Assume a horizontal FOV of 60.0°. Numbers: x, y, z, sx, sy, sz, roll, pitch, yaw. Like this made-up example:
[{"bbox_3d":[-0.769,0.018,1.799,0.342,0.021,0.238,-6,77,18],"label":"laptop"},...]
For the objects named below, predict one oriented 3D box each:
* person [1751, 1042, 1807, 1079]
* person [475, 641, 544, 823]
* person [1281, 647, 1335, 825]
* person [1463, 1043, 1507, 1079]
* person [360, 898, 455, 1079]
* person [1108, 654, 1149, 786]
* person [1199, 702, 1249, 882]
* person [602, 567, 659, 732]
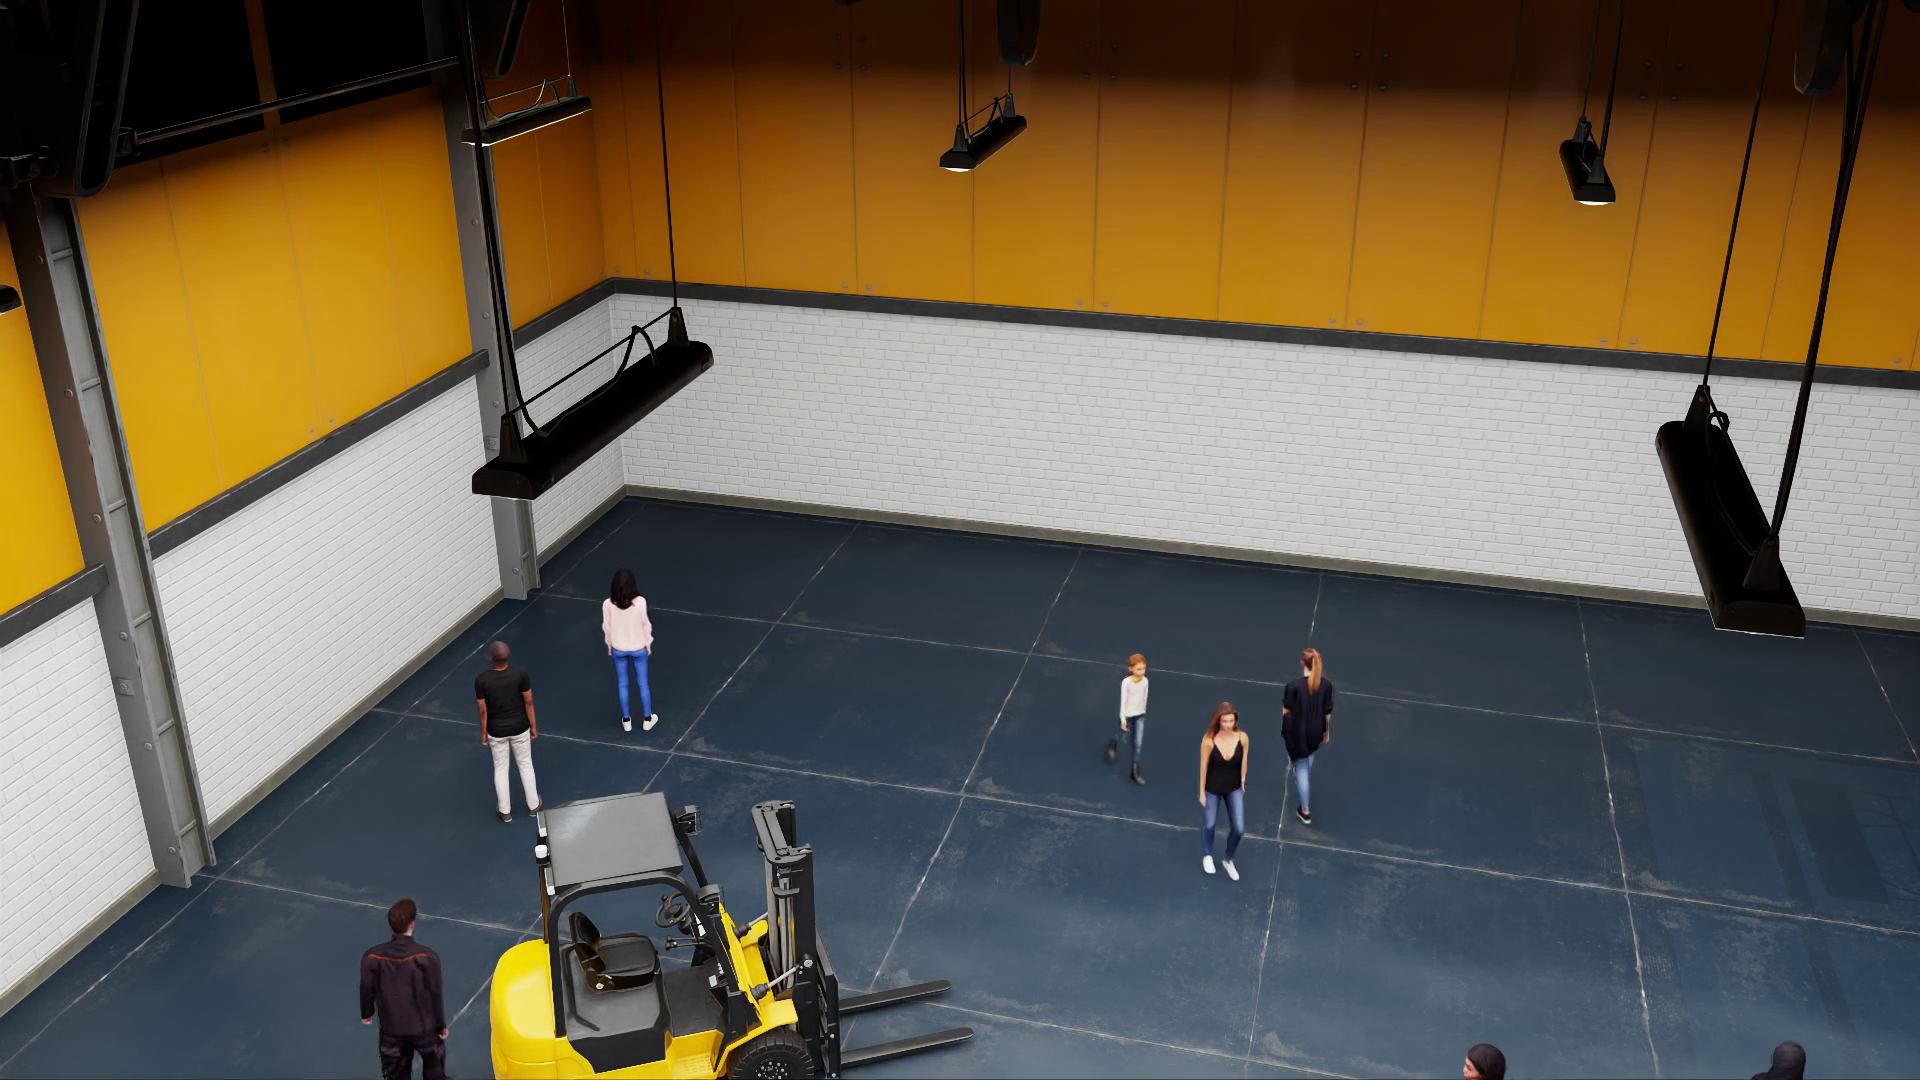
[{"bbox_3d":[5.100,3.898,10.515,0.896,1.605,0.821,-19,30,-37],"label":"person"},{"bbox_3d":[-4.133,1.739,15.208,0.765,1.804,0.787,-8,25,-18],"label":"person"},{"bbox_3d":[3.185,1.821,15.222,0.867,1.641,1.154,-2,24,-3],"label":"person"},{"bbox_3d":[3.340,3.893,10.377,0.730,1.726,0.683,1,24,3],"label":"person"},{"bbox_3d":[-3.764,3.379,11.368,0.965,1.873,1.093,-3,24,-6],"label":"person"},{"bbox_3d":[1.615,1.675,15.984,0.788,1.300,0.911,-10,26,-22],"label":"person"},{"bbox_3d":[2.257,2.118,14.461,0.691,1.707,0.737,-3,24,-6],"label":"person"},{"bbox_3d":[-3.325,1.101,16.709,0.691,1.769,0.630,0,24,1],"label":"person"}]
